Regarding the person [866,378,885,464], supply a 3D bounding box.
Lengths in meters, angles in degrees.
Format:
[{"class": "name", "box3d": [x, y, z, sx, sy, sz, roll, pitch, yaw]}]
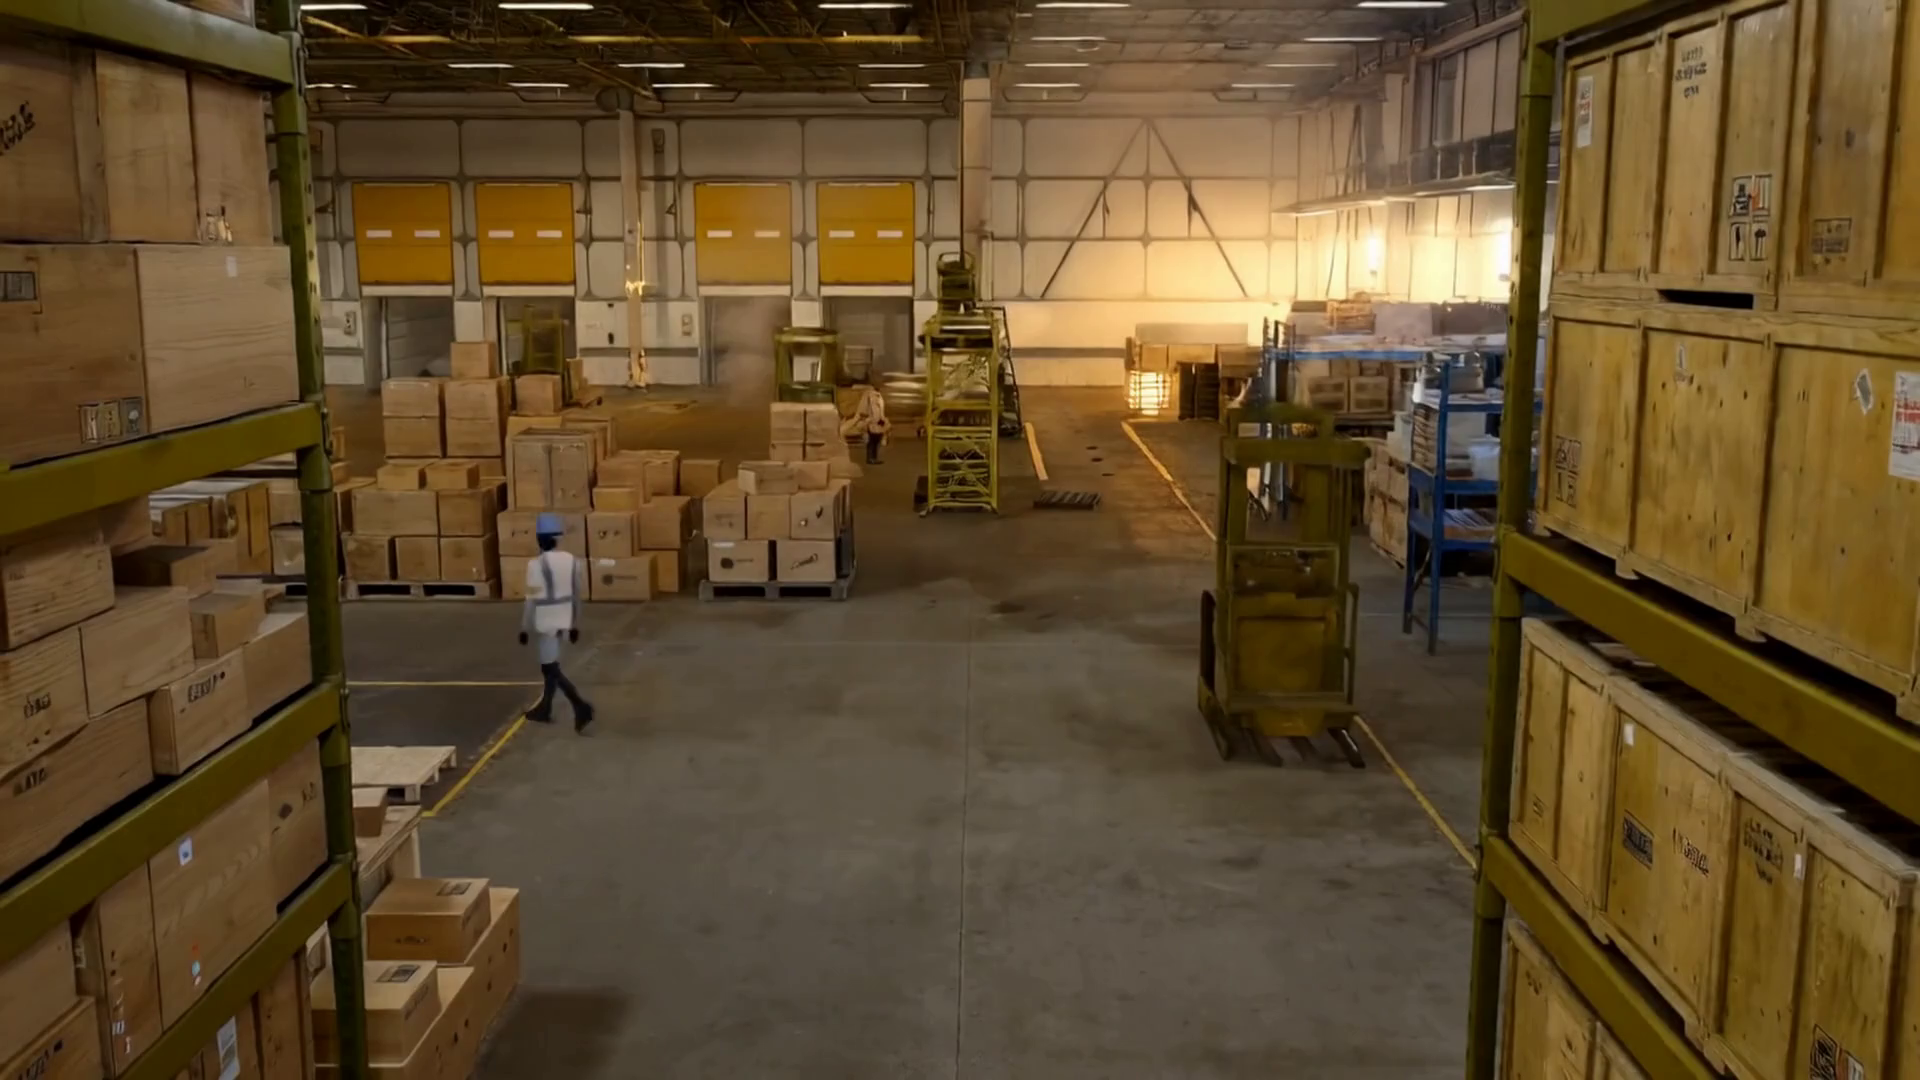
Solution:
[{"class": "person", "box3d": [-1.661, -2.344, 32.671, 0.321, 1.689, 0.530, -5, 11, -26]}]

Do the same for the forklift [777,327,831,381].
[{"class": "forklift", "box3d": [-2.708, -2.321, 29.091, 1.129, 2.768, 1.873, -1, 10, -6]}]

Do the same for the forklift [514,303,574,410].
[{"class": "forklift", "box3d": [-10.721, -4.667, 42.626, 1.129, 2.768, 1.873, 0, 10, 1]}]

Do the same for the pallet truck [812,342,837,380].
[{"class": "pallet truck", "box3d": [-3.021, -4.312, 43.126, 1.885, 1.965, 0.823, 3, 10, 17]}]

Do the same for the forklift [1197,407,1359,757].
[{"class": "forklift", "box3d": [2.693, 0.256, 14.223, 1.129, 2.768, 1.873, 0, 10, 1]}]

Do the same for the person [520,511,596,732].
[{"class": "person", "box3d": [-3.488, 0.706, 14.425, 0.870, 1.914, 0.544, 5, 11, 28]}]
